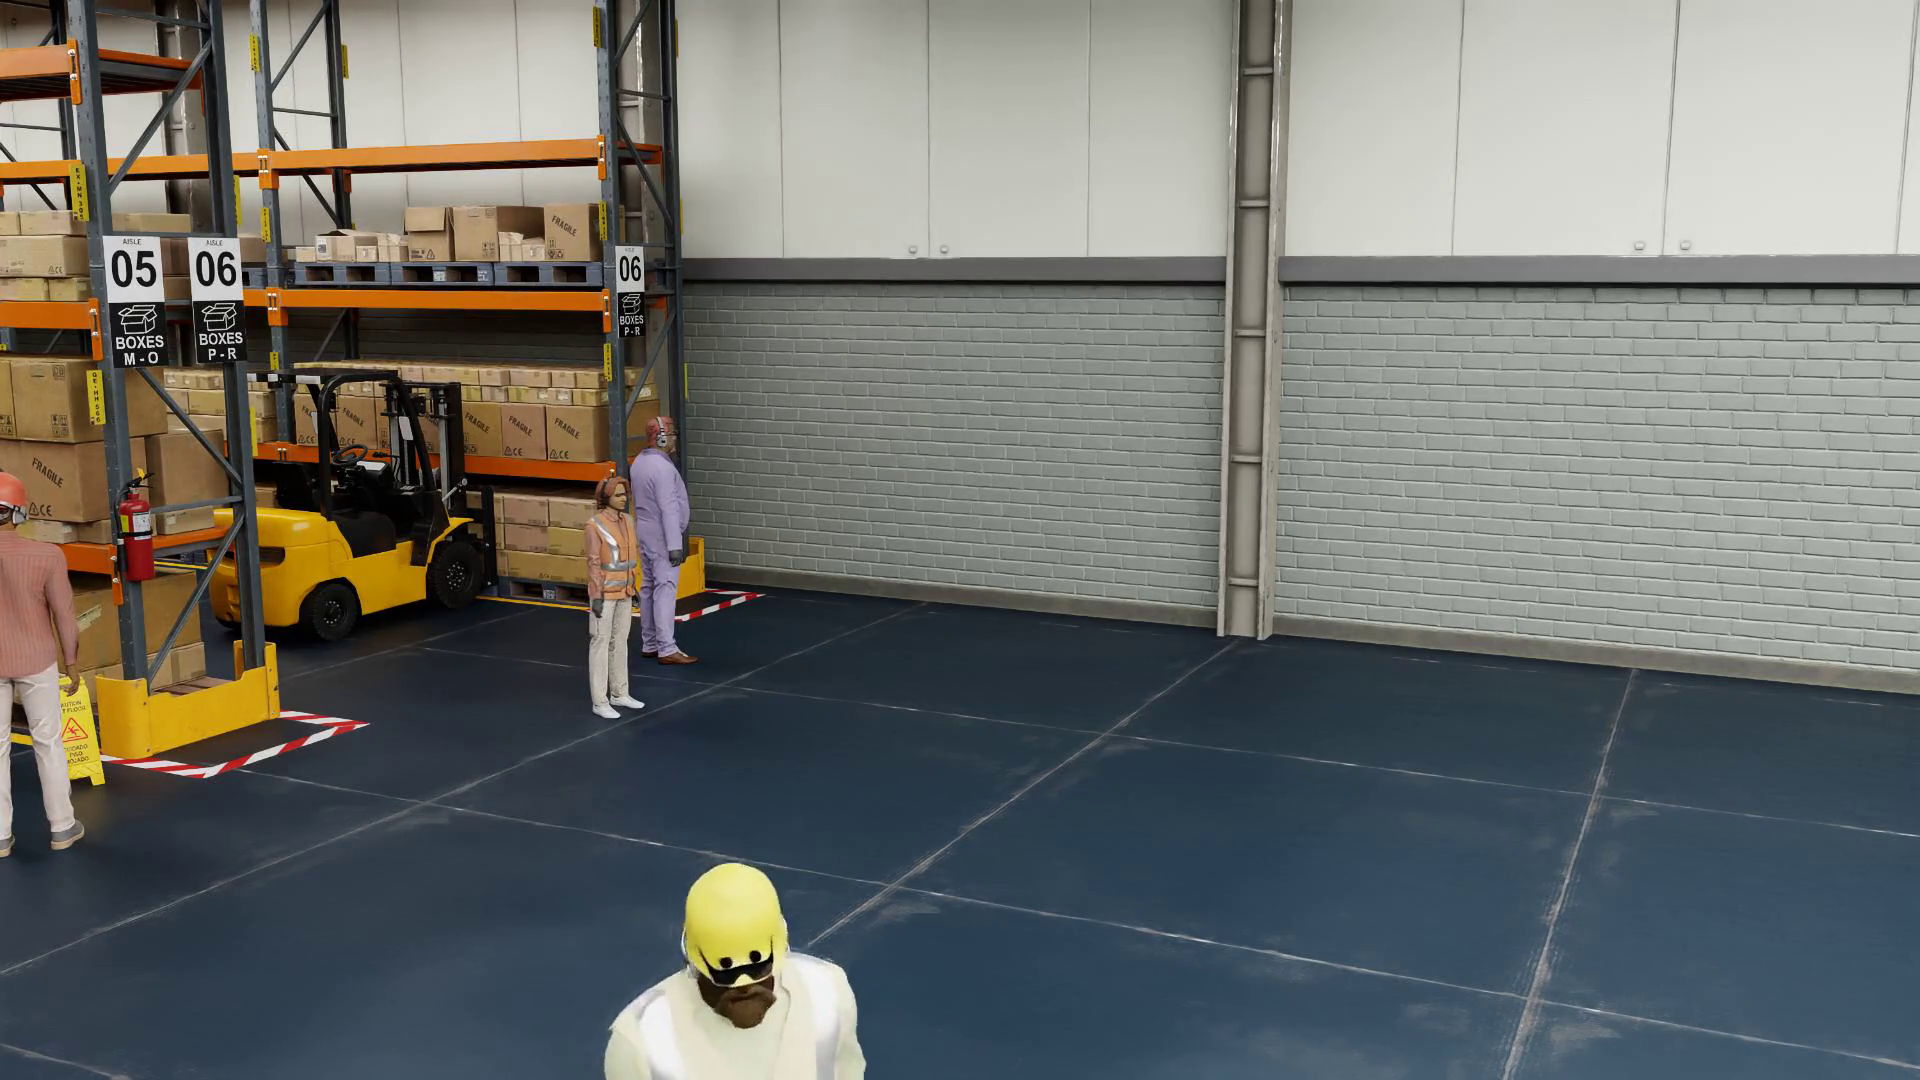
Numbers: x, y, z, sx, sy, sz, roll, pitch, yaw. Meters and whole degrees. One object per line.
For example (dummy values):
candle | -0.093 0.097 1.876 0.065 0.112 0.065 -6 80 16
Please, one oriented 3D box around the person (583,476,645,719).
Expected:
person | -2.361 0.380 11.319 0.311 1.642 0.513 4 10 22

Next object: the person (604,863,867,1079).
person | -0.472 1.539 3.811 0.654 1.779 0.799 -4 10 -25

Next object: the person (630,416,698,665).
person | -2.282 0.002 12.824 0.407 1.909 0.639 -6 11 -31

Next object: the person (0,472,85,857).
person | -4.911 0.641 8.633 0.623 1.992 0.397 -4 10 -22
